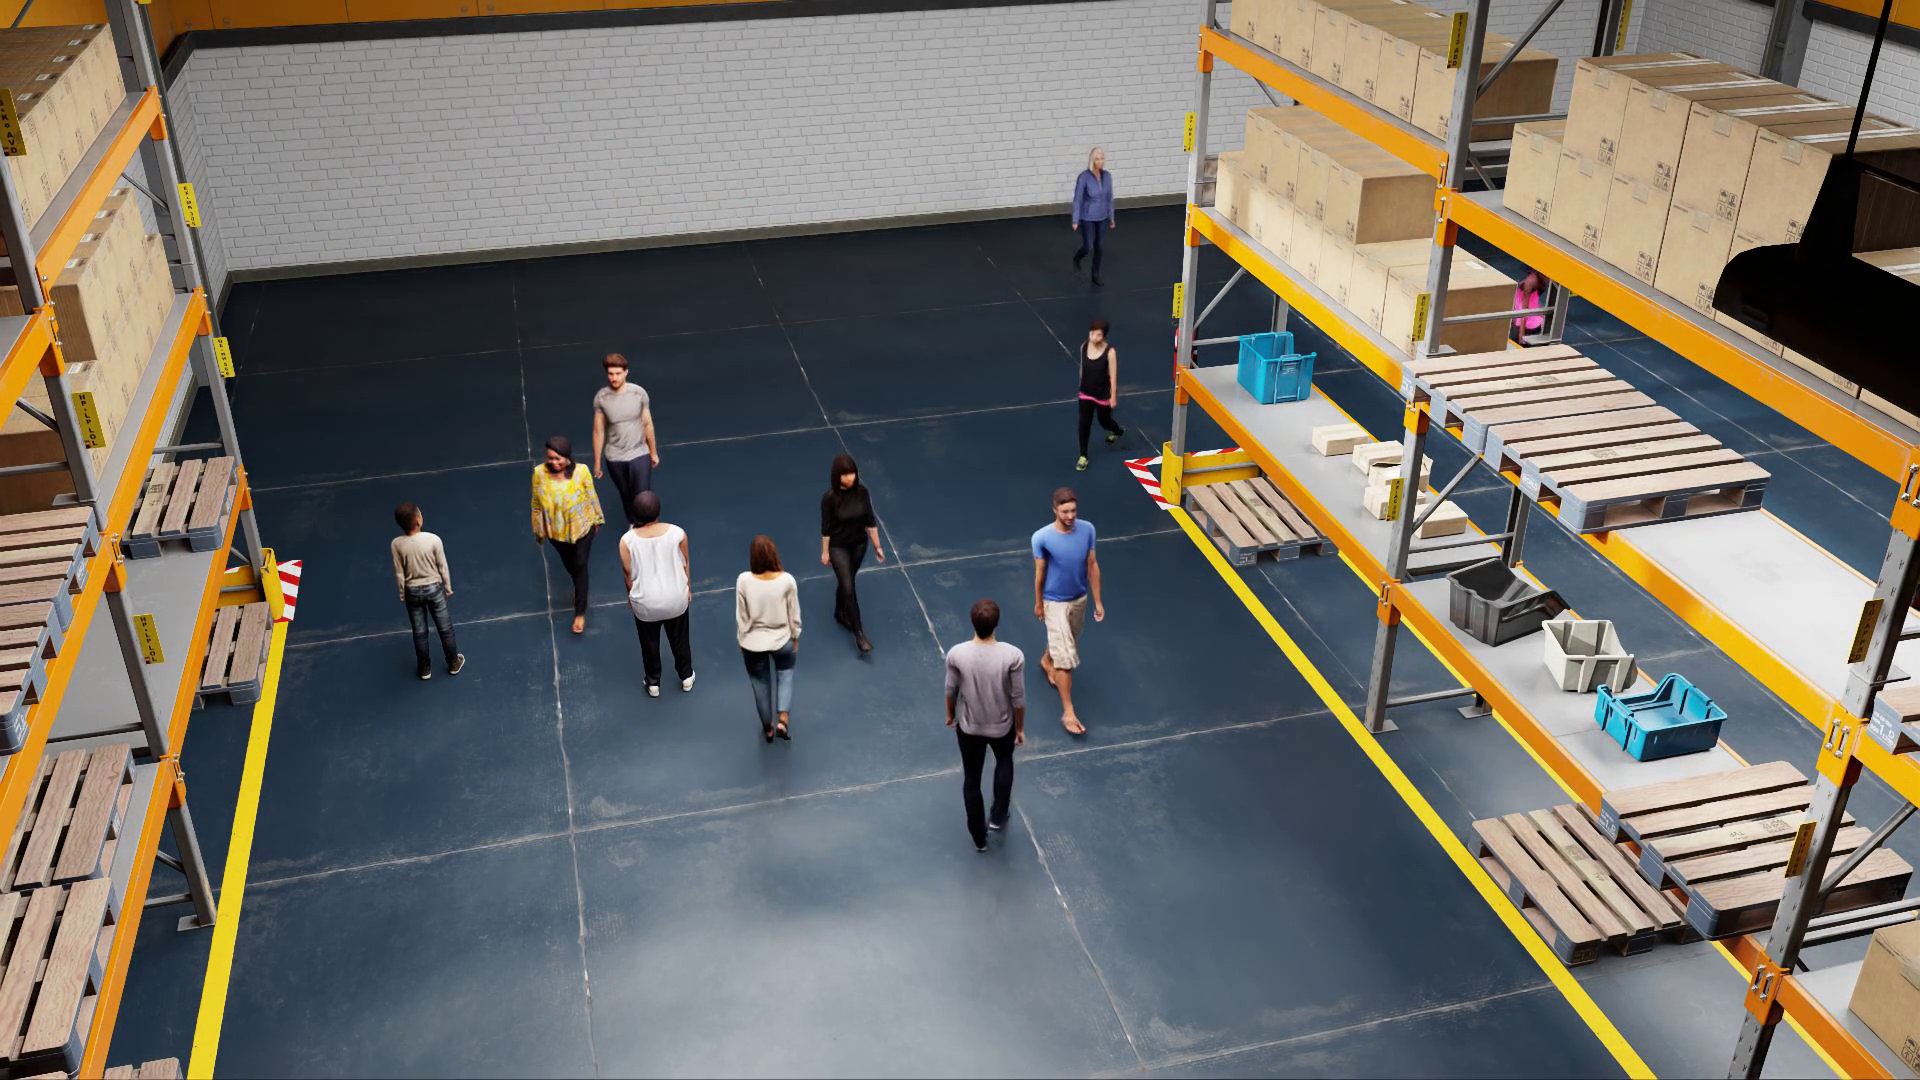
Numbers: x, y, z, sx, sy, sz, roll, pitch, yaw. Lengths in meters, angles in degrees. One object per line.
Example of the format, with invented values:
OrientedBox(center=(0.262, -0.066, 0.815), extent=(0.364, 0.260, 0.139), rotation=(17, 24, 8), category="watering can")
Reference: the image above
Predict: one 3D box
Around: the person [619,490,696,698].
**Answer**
OrientedBox(center=(-2.261, 0.389, 12.434), extent=(0.643, 1.687, 0.596), rotation=(-6, 29, -11), category="person")

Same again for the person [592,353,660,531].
OrientedBox(center=(-2.867, -0.764, 14.367), extent=(0.811, 1.860, 1.111), rotation=(-3, 29, -5), category="person")

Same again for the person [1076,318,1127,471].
OrientedBox(center=(1.351, -1.441, 15.968), extent=(0.950, 1.516, 1.004), rotation=(18, 34, 30), category="person")

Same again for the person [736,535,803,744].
OrientedBox(center=(-1.363, 0.762, 11.770), extent=(0.684, 1.669, 0.736), rotation=(-2, 29, -4), category="person")

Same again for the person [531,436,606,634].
OrientedBox(center=(-3.148, -0.122, 13.456), extent=(0.887, 1.605, 1.137), rotation=(0, 29, 1), category="person")

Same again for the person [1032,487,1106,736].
OrientedBox(center=(0.740, 0.399, 12.270), extent=(0.773, 1.828, 1.250), rotation=(-12, 31, -20), category="person")

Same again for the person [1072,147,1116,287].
OrientedBox(center=(1.594, -3.996, 20.431), extent=(0.758, 1.728, 0.805), rotation=(-15, 32, -25), category="person")

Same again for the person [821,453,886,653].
OrientedBox(center=(-0.926, 0.026, 13.176), extent=(0.782, 1.613, 1.074), rotation=(-17, 33, -28), category="person")

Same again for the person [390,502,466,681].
OrientedBox(center=(-4.082, 0.390, 12.666), extent=(0.540, 1.464, 0.502), rotation=(-6, 29, -11), category="person")

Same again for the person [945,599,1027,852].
OrientedBox(center=(0.157, 1.242, 10.722), extent=(0.777, 1.830, 0.781), rotation=(1, 29, 2), category="person")
